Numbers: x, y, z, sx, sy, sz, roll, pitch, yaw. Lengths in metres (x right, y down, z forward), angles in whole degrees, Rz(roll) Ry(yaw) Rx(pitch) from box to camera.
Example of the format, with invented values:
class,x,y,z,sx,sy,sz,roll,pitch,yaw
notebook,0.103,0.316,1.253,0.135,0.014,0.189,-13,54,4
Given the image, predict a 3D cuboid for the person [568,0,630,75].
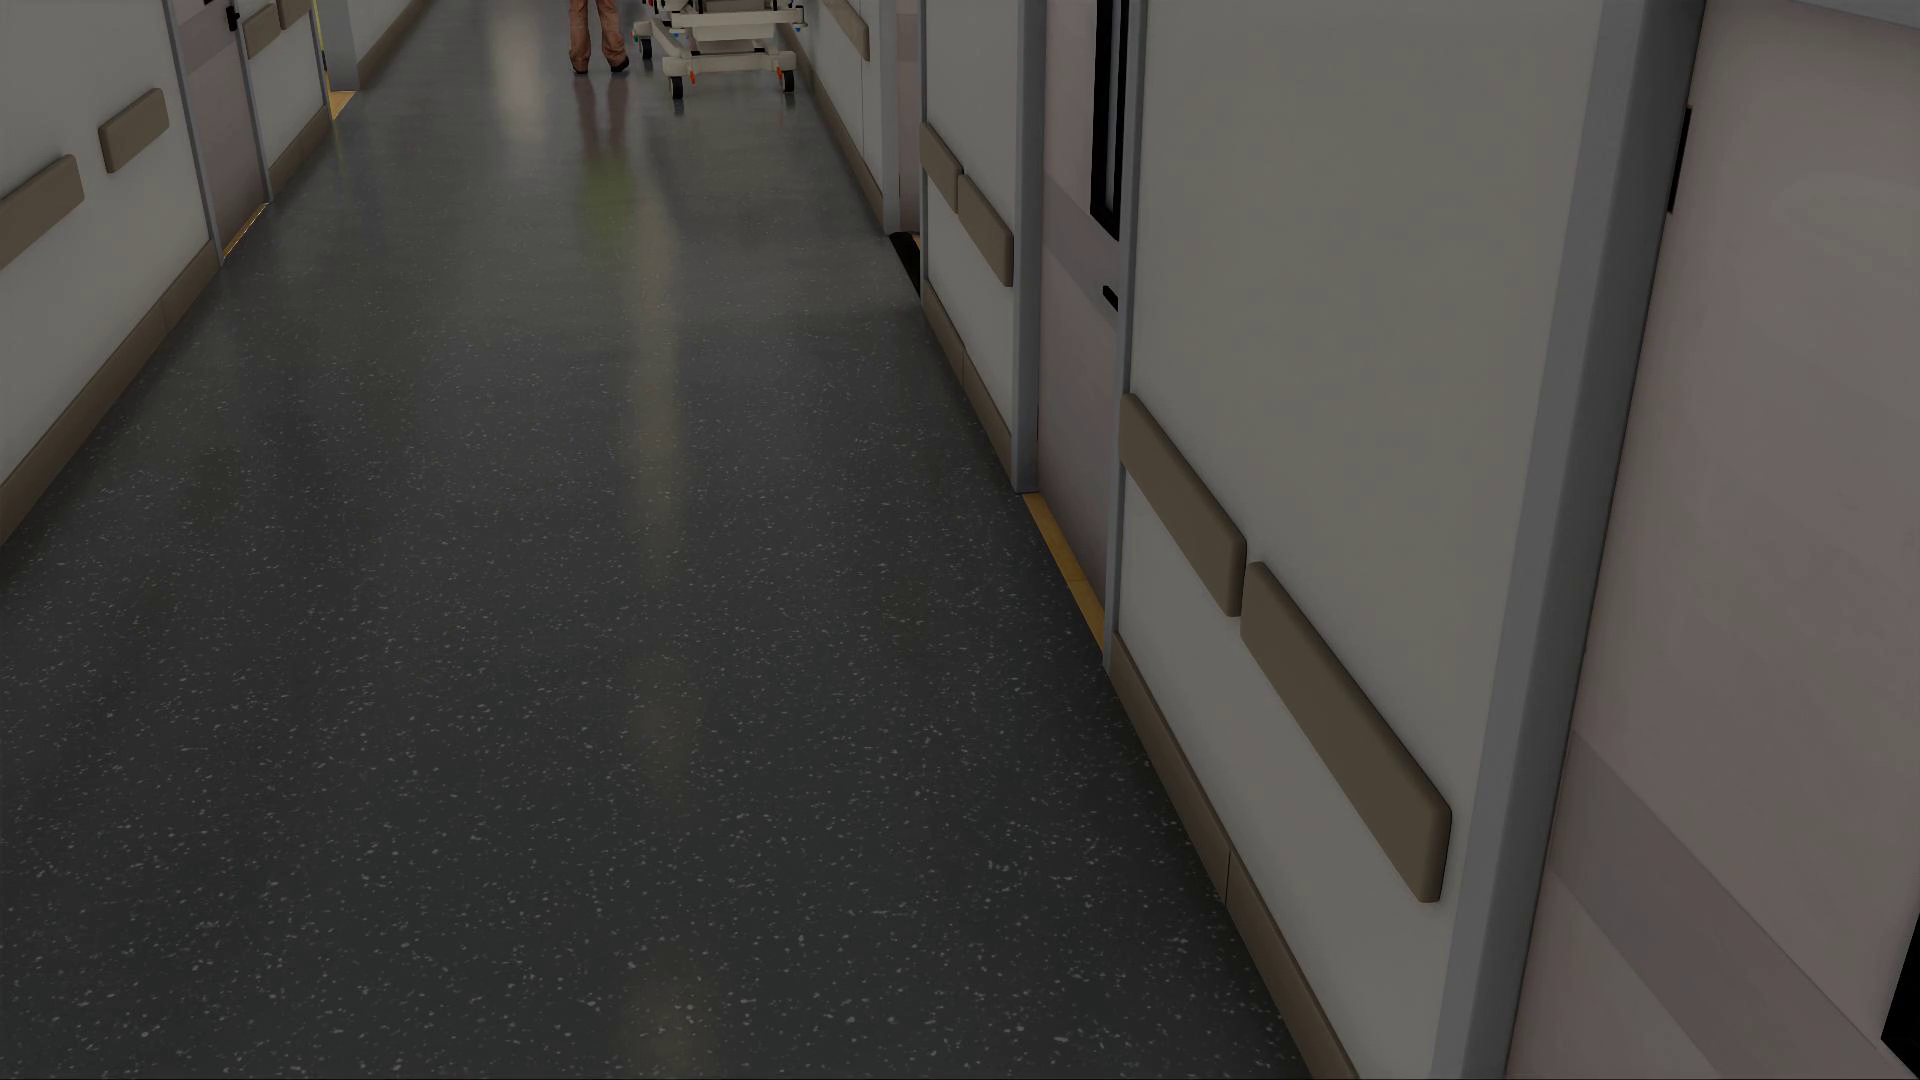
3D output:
class,x,y,z,sx,sy,sz,roll,pitch,yaw
person,-2.964,-4.667,13.209,0.653,1.845,0.760,-3,26,-6
